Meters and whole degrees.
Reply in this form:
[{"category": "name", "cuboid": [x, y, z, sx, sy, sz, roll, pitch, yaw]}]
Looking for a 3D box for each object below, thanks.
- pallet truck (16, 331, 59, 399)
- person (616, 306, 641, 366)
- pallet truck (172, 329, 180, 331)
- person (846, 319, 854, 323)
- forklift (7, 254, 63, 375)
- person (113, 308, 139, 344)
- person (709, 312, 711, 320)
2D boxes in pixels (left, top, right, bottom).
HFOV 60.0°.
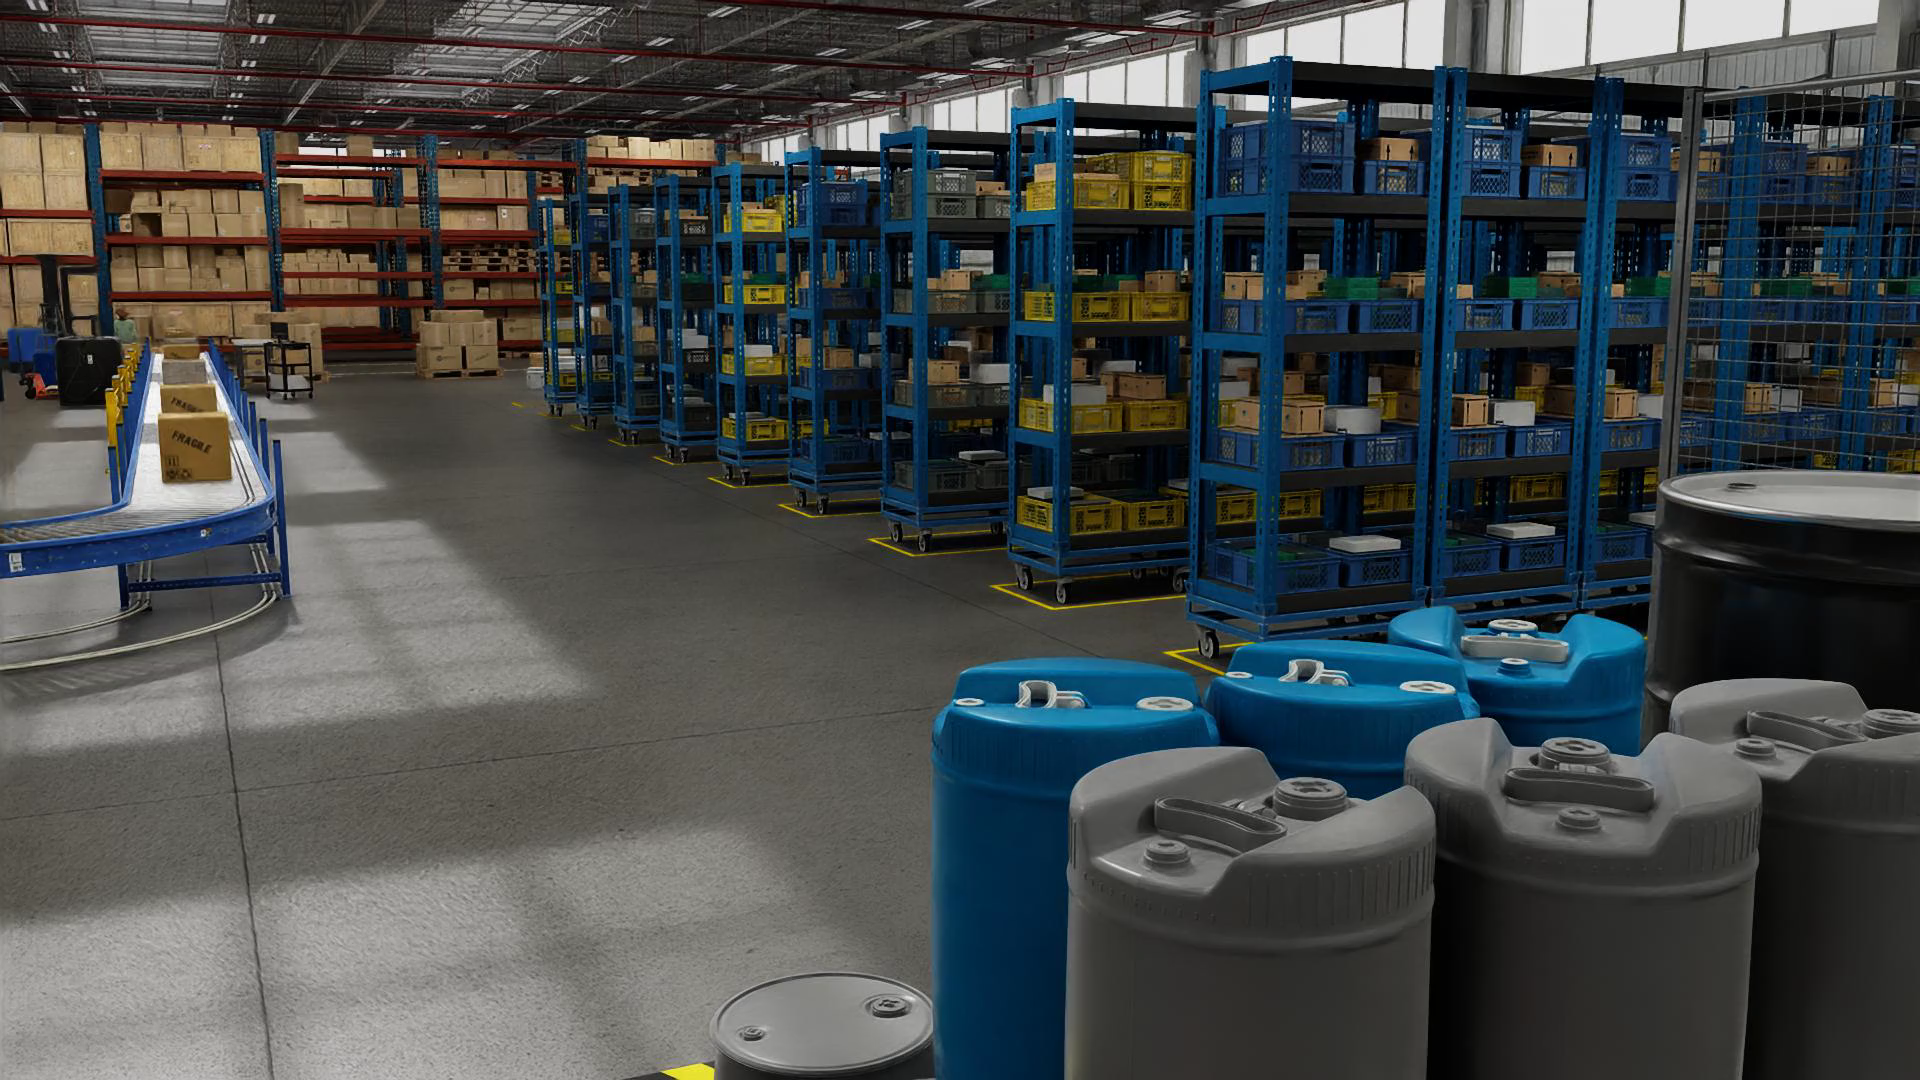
[{"category": "pallet truck", "cuboid": [-17.082, -3.353, 31.781, 1.630, 1.274, 0.653, -4, 10, -25]}, {"category": "person", "cuboid": [-8.304, -5.209, 41.422, 0.621, 1.916, 0.915, 6, 11, 34]}, {"category": "pallet truck", "cuboid": [-17.275, -3.851, 35.096, 1.601, 1.201, 0.680, 0, 9, 1]}, {"category": "person", "cuboid": [-2.897, -5.698, 45.036, 0.492, 1.725, 0.665, 0, 9, 2]}, {"category": "forklift", "cuboid": [-21.408, -5.336, 39.193, 1.873, 2.768, 1.129, -4, 10, -25]}, {"category": "person", "cuboid": [-18.495, -4.339, 36.909, 0.548, 1.614, 0.351, 1, 9, 6]}, {"category": "person", "cuboid": [-4.574, -3.652, 31.898, 0.990, 1.859, 0.654, -6, 11, -35]}]
